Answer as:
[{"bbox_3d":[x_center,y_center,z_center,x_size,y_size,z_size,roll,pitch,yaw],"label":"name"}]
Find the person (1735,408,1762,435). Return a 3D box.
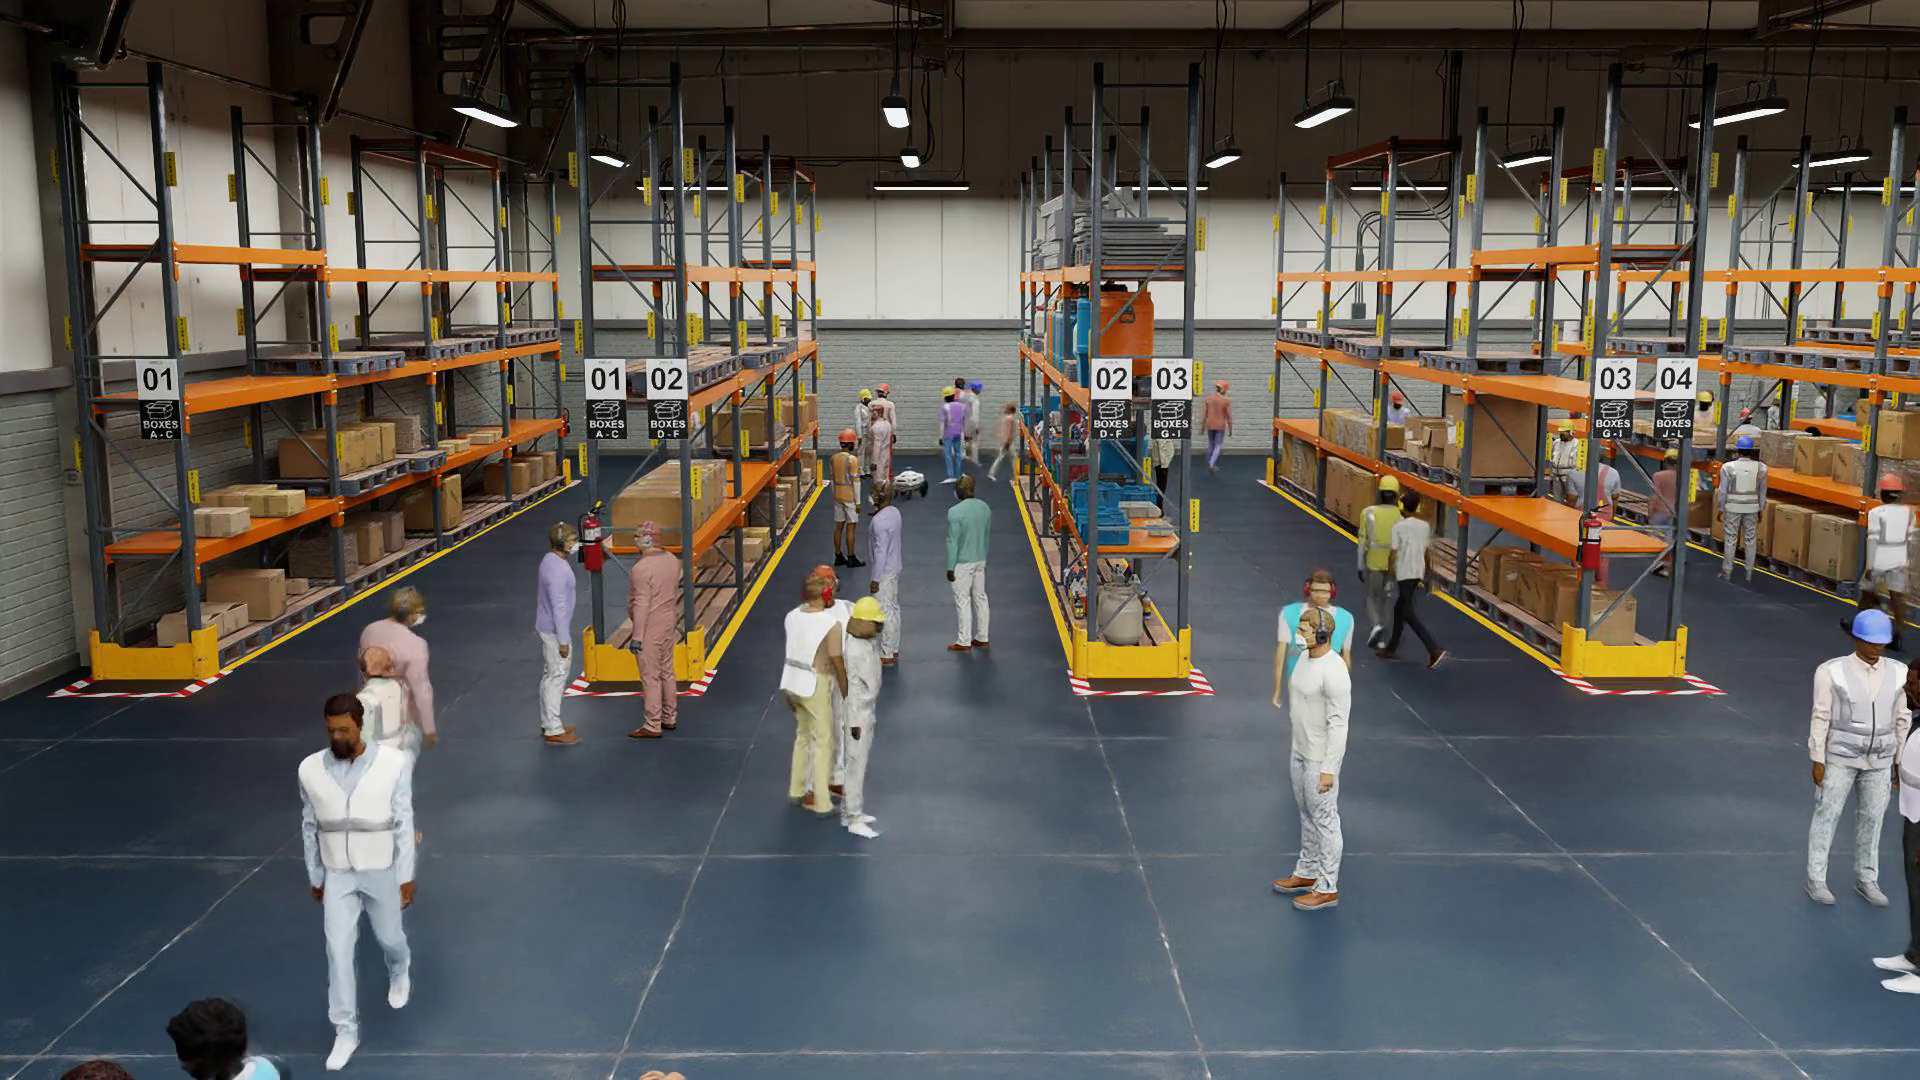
[{"bbox_3d":[13.829,-1.444,29.352,0.568,1.751,0.329,-2,9,-11],"label":"person"}]

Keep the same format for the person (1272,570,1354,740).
[{"bbox_3d":[2.729,1.098,12.853,0.583,1.807,0.943,2,9,15],"label":"person"}]

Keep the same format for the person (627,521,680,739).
[{"bbox_3d":[-2.708,0.778,14.569,0.409,1.907,0.651,3,9,19],"label":"person"}]

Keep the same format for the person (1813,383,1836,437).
[{"bbox_3d":[18.141,-2.412,35.023,0.631,1.927,0.456,-5,10,-30],"label":"person"}]

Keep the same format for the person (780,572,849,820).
[{"bbox_3d":[-1.092,1.157,12.381,0.431,1.833,0.672,-8,12,-43],"label":"person"}]

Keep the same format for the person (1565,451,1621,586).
[{"bbox_3d":[7.885,-0.273,20.902,0.672,2.000,0.536,0,9,-3],"label":"person"}]

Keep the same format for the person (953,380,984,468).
[{"bbox_3d":[0.221,-2.465,35.423,0.565,1.908,0.620,-3,9,-20],"label":"person"}]

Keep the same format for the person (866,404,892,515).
[{"bbox_3d":[-1.399,-1.369,28.385,0.402,1.906,0.652,2,9,16],"label":"person"}]

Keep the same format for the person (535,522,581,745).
[{"bbox_3d":[-3.465,0.802,14.368,0.392,1.932,0.633,-3,9,-16],"label":"person"}]

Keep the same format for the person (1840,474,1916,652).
[{"bbox_3d":[10.100,0.223,18.198,0.574,1.881,0.992,-1,9,-3],"label":"person"}]

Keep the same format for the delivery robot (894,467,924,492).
[{"bbox_3d":[-0.943,-1.097,30.662,0.477,0.478,0.707,3,9,21],"label":"delivery robot"}]

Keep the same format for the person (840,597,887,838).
[{"bbox_3d":[-0.707,1.263,12.033,0.389,1.731,0.503,3,9,16],"label":"person"}]

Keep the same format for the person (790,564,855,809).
[{"bbox_3d":[-1.028,1.103,12.613,0.588,1.871,0.395,-4,10,-26],"label":"person"}]

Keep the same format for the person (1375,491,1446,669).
[{"bbox_3d":[4.702,0.411,17.236,0.540,1.823,0.873,-5,10,-31],"label":"person"}]

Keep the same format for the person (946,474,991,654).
[{"bbox_3d":[0.087,0.252,17.894,0.368,1.930,0.627,8,12,40],"label":"person"}]

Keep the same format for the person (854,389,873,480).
[{"bbox_3d":[-1.901,-2.125,33.481,0.404,1.831,0.600,4,10,22],"label":"person"}]

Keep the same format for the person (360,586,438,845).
[{"bbox_3d":[-3.907,1.255,11.557,0.669,1.899,0.433,7,11,38],"label":"person"}]

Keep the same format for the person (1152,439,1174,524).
[{"bbox_3d":[3.365,-1.248,27.370,0.403,1.987,0.608,1,9,7],"label":"person"}]

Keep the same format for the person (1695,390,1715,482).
[{"bbox_3d":[14.827,-2.067,33.070,0.516,1.843,0.327,3,9,19],"label":"person"}]

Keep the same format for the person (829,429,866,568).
[{"bbox_3d":[-1.569,-0.582,23.222,0.548,1.937,0.358,8,12,42],"label":"person"}]

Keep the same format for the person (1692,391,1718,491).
[{"bbox_3d":[14.051,-1.853,31.453,0.610,1.913,0.438,1,9,6],"label":"person"}]

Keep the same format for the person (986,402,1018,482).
[{"bbox_3d":[0.916,-1.944,33.076,0.836,1.597,0.542,-2,9,-11],"label":"person"}]

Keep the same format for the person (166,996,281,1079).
[{"bbox_3d":[-2.362,2.309,5.581,0.867,1.638,0.540,0,9,-2],"label":"person"}]

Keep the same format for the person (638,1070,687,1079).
[{"bbox_3d":[-0.891,2.397,5.009,0.523,1.639,0.306,-1,9,-6],"label":"person"}]

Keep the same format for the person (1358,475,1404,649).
[{"bbox_3d":[4.579,0.255,17.928,0.584,1.909,0.524,1,9,7],"label":"person"}]

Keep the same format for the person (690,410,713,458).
[{"bbox_3d":[-4.943,-1.890,31.821,0.568,1.883,1.013,1,9,4],"label":"person"}]

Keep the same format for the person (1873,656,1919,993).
[{"bbox_3d":[5.430,1.587,9.327,0.371,1.916,0.597,4,10,23],"label":"person"}]

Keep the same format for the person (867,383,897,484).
[{"bbox_3d":[-1.523,-2.096,32.806,0.611,1.985,0.393,4,10,22],"label":"person"}]

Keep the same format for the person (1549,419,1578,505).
[{"bbox_3d":[9.500,-0.980,26.119,0.403,1.830,0.601,-6,11,-34],"label":"person"}]

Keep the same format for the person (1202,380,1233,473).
[{"bbox_3d":[5.311,-2.348,34.566,0.680,1.952,0.731,6,11,35],"label":"person"}]

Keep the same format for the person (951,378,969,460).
[{"bbox_3d":[-0.027,-2.720,37.328,0.624,1.835,0.431,8,12,42],"label":"person"}]

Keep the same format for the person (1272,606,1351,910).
[{"bbox_3d":[2.263,1.378,10.607,0.372,1.940,0.627,-2,9,-10],"label":"person"}]

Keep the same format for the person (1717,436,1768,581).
[{"bbox_3d":[10.382,-0.414,22.105,0.608,1.948,0.389,1,9,8],"label":"person"}]

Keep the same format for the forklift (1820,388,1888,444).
[{"bbox_3d":[20.072,-3.110,36.462,1.873,2.768,1.129,0,9,0],"label":"forklift"}]

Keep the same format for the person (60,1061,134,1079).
[{"bbox_3d":[-2.296,2.327,4.567,0.596,1.918,0.379,-1,9,-6],"label":"person"}]

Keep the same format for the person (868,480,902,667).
[{"bbox_3d":[-0.793,0.345,17.254,0.372,1.940,0.630,2,9,12],"label":"person"}]

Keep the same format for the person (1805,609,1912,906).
[{"bbox_3d":[5.726,1.383,10.593,0.601,1.938,0.425,1,9,4],"label":"person"}]

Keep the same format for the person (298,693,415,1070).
[{"bbox_3d":[-3.129,1.700,8.717,0.592,1.889,0.854,-1,9,-6],"label":"person"}]

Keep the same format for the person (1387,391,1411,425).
[{"bbox_3d":[8.421,-1.939,32.114,0.600,1.885,0.508,0,9,3],"label":"person"}]

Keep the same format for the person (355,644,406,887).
[{"bbox_3d":[-3.817,1.488,10.927,0.363,1.620,0.503,2,9,14],"label":"person"}]

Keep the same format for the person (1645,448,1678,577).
[{"bbox_3d":[9.519,-0.368,22.442,0.552,1.739,0.374,-1,9,-9],"label":"person"}]

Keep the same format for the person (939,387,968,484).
[{"bbox_3d":[-0.130,-2.073,32.929,0.722,1.913,0.443,-7,11,-38],"label":"person"}]
